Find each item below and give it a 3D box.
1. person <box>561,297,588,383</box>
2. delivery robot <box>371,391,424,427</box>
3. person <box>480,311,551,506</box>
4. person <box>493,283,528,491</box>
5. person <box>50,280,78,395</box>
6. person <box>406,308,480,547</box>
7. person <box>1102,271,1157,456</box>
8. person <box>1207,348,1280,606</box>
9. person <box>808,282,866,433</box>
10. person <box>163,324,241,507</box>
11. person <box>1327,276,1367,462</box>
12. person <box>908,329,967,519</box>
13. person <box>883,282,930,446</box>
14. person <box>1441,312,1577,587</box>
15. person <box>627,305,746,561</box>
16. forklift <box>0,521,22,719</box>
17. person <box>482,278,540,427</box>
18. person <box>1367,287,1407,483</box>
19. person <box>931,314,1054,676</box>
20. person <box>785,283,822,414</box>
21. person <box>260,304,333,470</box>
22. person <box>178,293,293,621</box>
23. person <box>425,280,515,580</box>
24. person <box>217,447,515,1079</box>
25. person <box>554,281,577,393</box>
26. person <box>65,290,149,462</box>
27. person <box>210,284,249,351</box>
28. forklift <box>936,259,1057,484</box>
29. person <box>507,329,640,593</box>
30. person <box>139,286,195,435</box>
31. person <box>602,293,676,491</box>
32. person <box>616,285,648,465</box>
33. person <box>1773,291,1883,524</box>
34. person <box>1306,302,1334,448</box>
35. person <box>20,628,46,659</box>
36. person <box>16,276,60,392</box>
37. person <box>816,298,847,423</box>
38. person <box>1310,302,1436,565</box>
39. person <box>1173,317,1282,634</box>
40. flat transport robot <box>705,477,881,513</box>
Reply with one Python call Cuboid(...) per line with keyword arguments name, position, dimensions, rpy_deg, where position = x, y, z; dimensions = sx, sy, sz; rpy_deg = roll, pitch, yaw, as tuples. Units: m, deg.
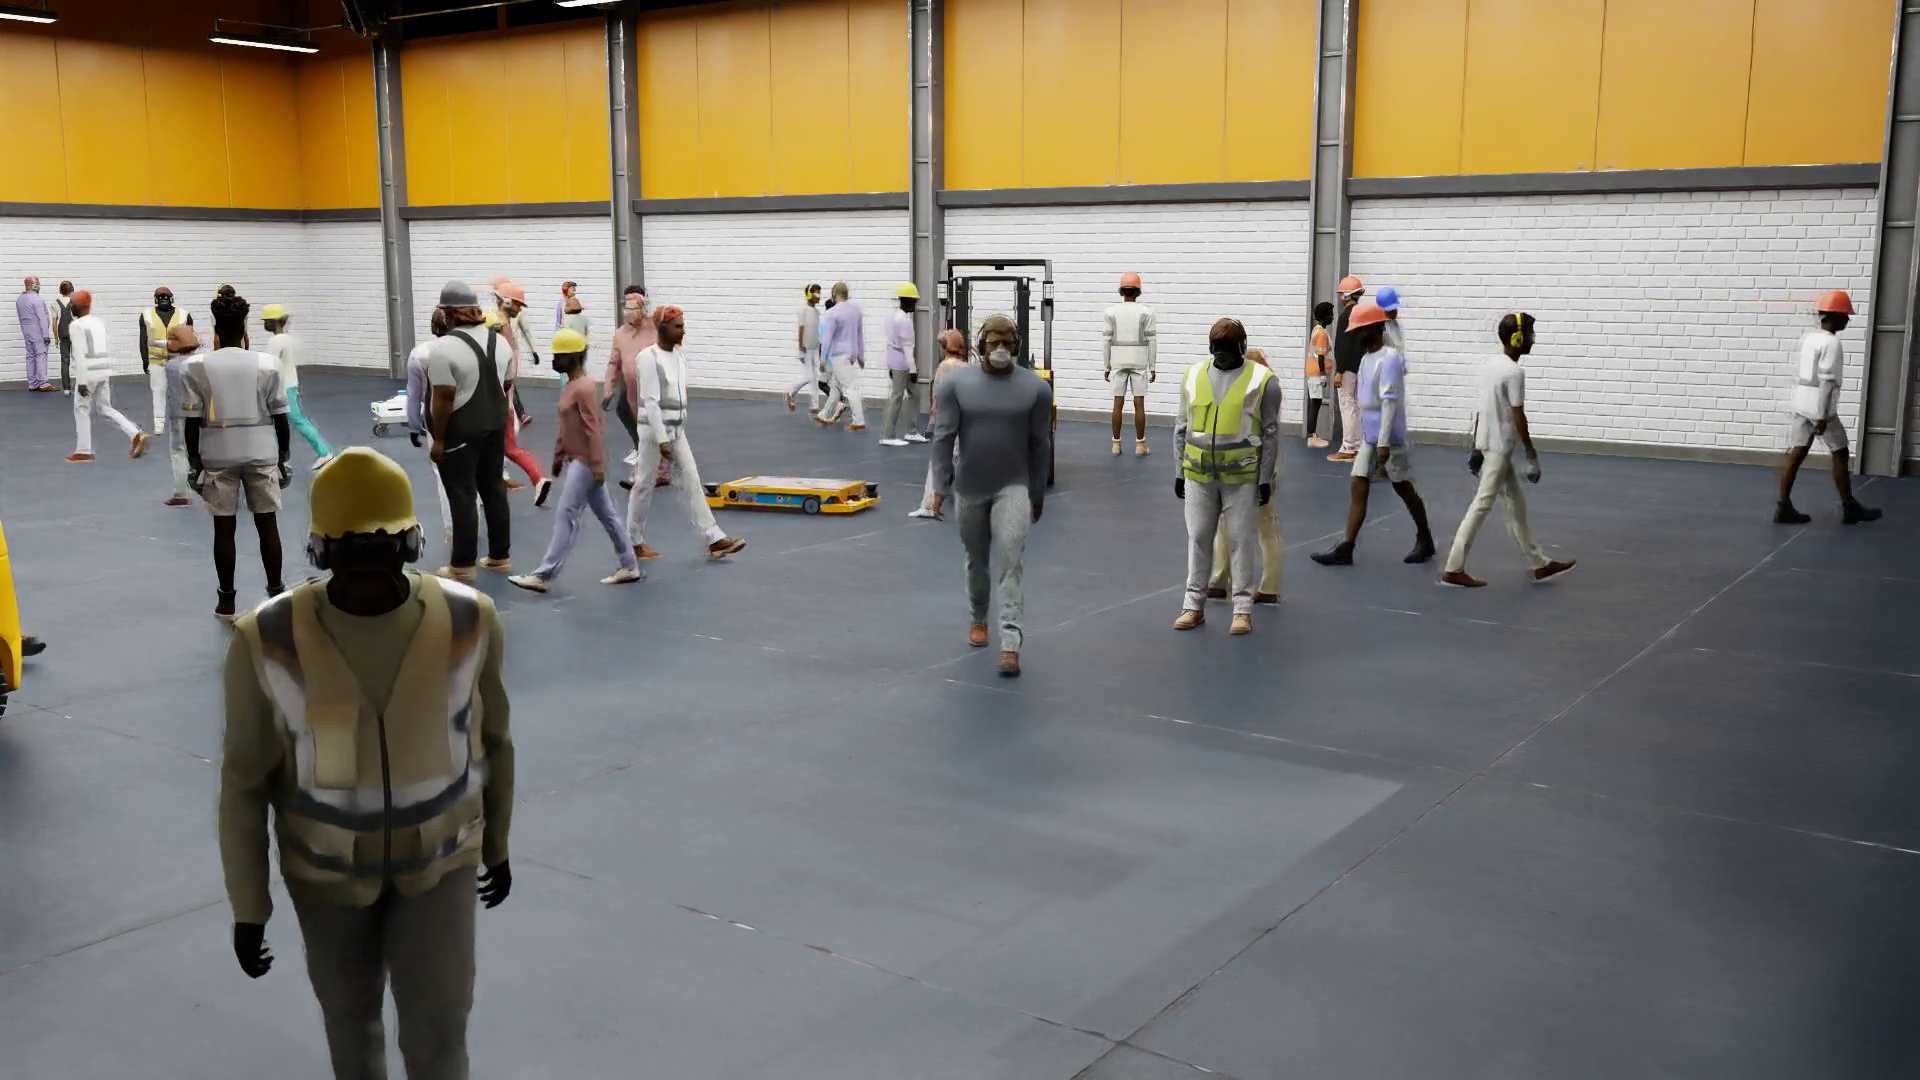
Cuboid(name="person", position=(-5.758, -2.796, 24.762), dimensions=(0.557, 1.611, 0.532), rpy_deg=(6, 11, 32))
Cuboid(name="delivery robot", position=(-6.886, -1.604, 20.551), dimensions=(0.707, 0.478, 0.477), rpy_deg=(-5, 11, -29))
Cuboid(name="person", position=(-4.002, -1.132, 14.542), dimensions=(0.807, 1.737, 0.530), rpy_deg=(4, 10, 20))
Cuboid(name="person", position=(-4.280, -1.415, 15.539), dimensions=(0.524, 1.952, 0.692), rpy_deg=(-1, 10, -4))
Cuboid(name="person", position=(-14.338, -3.255, 26.825), dimensions=(0.513, 1.845, 0.335), rpy_deg=(-2, 10, -14))
Cuboid(name="person", position=(-3.905, -0.878, 12.761), dimensions=(0.654, 1.810, 0.769), rpy_deg=(-4, 10, -23))
Cuboid(name="person", position=(1.880, -1.945, 18.428), dimensions=(0.607, 2.048, 0.370), rpy_deg=(2, 10, 15))
Cuboid(name="person", position=(1.749, -0.395, 10.464), dimensions=(0.649, 1.612, 0.520), rpy_deg=(7, 12, 37))
Cuboid(name="person", position=(-1.584, -2.308, 21.070), dimensions=(1.028, 1.878, 0.662), rpy_deg=(6, 11, 32))
Cuboid(name="person", position=(-6.687, -1.079, 14.536), dimensions=(0.705, 1.609, 0.506), rpy_deg=(4, 10, 21))
Cuboid(name="person", position=(4.201, -1.840, 17.958), dimensions=(0.394, 1.992, 0.622), rpy_deg=(7, 12, 37))
Cuboid(name="person", position=(-0.015, -0.957, 13.855), dimensions=(0.807, 1.600, 0.565), rpy_deg=(2, 10, 12))
Cuboid(name="person", position=(-0.587, -2.046, 19.427), dimensions=(0.723, 1.900, 0.626), rpy_deg=(-2, 10, -10))
Cuboid(name="person", position=(3.657, -0.579, 10.972), dimensions=(0.971, 1.818, 0.544), rpy_deg=(0, 10, 2))
Cuboid(name="person", position=(-2.023, -0.739, 11.864), dimensions=(0.975, 1.835, 0.582), rpy_deg=(4, 10, 24))
Cuboid(name="forklift", position=(-5.296, -0.090, 6.943), dimensions=(1.214, 2.155, 2.313), rpy_deg=(7, 12, 35))
Cuboid(name="person", position=(-5.854, -2.444, 21.709), dimensions=(1.015, 1.924, 0.750), rpy_deg=(9, 13, 42))
Cuboid(name="person", position=(4.182, -1.515, 16.316), dimensions=(0.373, 1.907, 0.705), rpy_deg=(7, 12, 36))
Cuboid(name="person", position=(0.176, -0.275, 8.990), dimensions=(0.647, 1.892, 1.033), rpy_deg=(0, 10, 3))
Cuboid(name="person", position=(-2.139, -2.661, 23.280), dimensions=(0.589, 1.853, 0.536), rpy_deg=(6, 11, 31))
Cuboid(name="person", position=(-6.957, -1.578, 17.207), dimensions=(0.899, 1.724, 0.532), rpy_deg=(-2, 10, -10))
Cuboid(name="person", position=(-4.345, -0.494, 10.028), dimensions=(0.608, 1.965, 0.365), rpy_deg=(-4, 11, -25))
Cuboid(name="person", position=(-3.388, -0.755, 11.362), dimensions=(0.536, 2.000, 0.686), rpy_deg=(5, 11, 29))
Cuboid(name="person", position=(-1.264, 0.680, 3.600), dimensions=(0.612, 1.780, 0.946), rpy_deg=(-4, 10, -22))
Cuboid(name="person", position=(-6.207, -3.153, 26.247), dimensions=(0.388, 1.837, 0.563), rpy_deg=(-3, 10, -16))
Cuboid(name="person", position=(-9.216, -1.745, 17.831), dimensions=(0.824, 1.860, 0.587), rpy_deg=(1, 10, 5))
Cuboid(name="person", position=(-9.263, -2.308, 21.116), dimensions=(0.328, 1.872, 0.513), rpy_deg=(6, 11, 33))
Cuboid(name="forklift", position=(0.370, -1.738, 16.759), dimensions=(1.214, 2.155, 2.313), rpy_deg=(1, 10, 3))
Cuboid(name="person", position=(-2.532, -0.517, 10.905), dimensions=(0.917, 1.715, 0.552), rpy_deg=(-4, 10, -23))
Cuboid(name="person", position=(-9.866, -2.229, 20.730), dimensions=(0.626, 1.844, 0.429), rpy_deg=(-5, 11, -26))
Cuboid(name="person", position=(-2.991, -1.364, 15.546), dimensions=(0.688, 1.851, 0.984), rpy_deg=(5, 11, 27))
Cuboid(name="person", position=(-3.434, -1.731, 17.580), dimensions=(0.512, 1.902, 0.600), rpy_deg=(-3, 10, -20))
Cuboid(name="person", position=(7.150, -1.066, 13.591), dimensions=(0.913, 1.899, 0.560), rpy_deg=(0, 10, 3))
Cuboid(name="person", position=(4.175, -1.914, 19.306), dimensions=(0.320, 1.694, 0.531), rpy_deg=(2, 10, 11))
Cuboid(name="person", position=(-5.454, -0.254, 8.858), dimensions=(1.040, 1.884, 0.636), rpy_deg=(4, 10, 23))
Cuboid(name="person", position=(-15.269, -3.401, 27.521), dimensions=(0.643, 1.908, 0.410), rpy_deg=(5, 11, 29))
Cuboid(name="person", position=(-1.641, -2.368, 22.072), dimensions=(0.439, 1.678, 0.531), rpy_deg=(8, 13, 41))
Cuboid(name="person", position=(3.014, -0.742, 11.821), dimensions=(0.970, 1.872, 0.629), rpy_deg=(-2, 10, -13))
Cuboid(name="person", position=(1.531, -0.371, 9.682), dimensions=(0.623, 1.839, 0.429), rpy_deg=(4, 10, 24))
Cuboid(name="flat transport robot", position=(-1.473, -0.407, 14.547), dimensions=(1.431, 0.197, 0.652), rpy_deg=(3, 10, 18))
